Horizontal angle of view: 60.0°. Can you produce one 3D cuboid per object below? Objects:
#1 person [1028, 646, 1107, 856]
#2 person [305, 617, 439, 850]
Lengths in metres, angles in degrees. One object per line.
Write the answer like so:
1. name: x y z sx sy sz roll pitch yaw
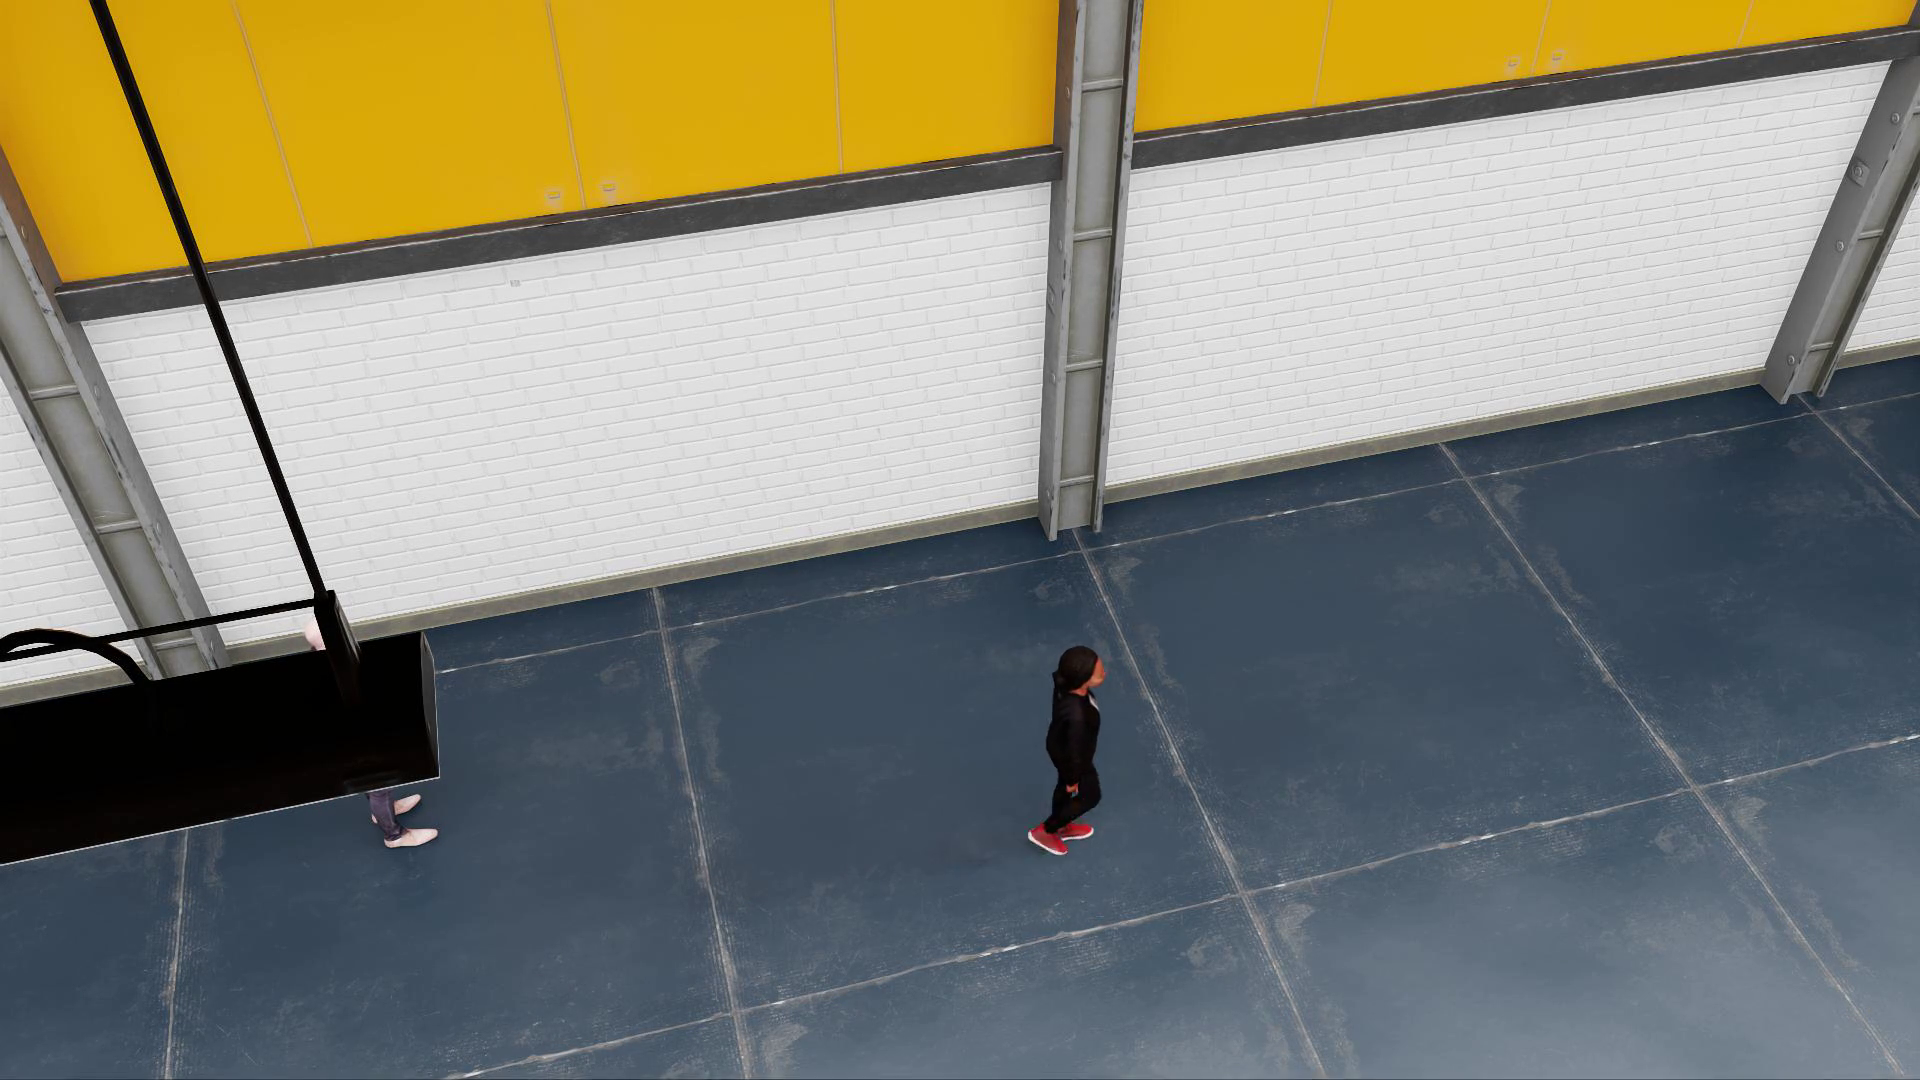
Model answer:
1. person: 0.554 1.211 9.443 0.661 1.662 0.625 -7 44 -8
2. person: -3.402 1.078 9.466 0.681 1.823 0.749 -21 48 -21
